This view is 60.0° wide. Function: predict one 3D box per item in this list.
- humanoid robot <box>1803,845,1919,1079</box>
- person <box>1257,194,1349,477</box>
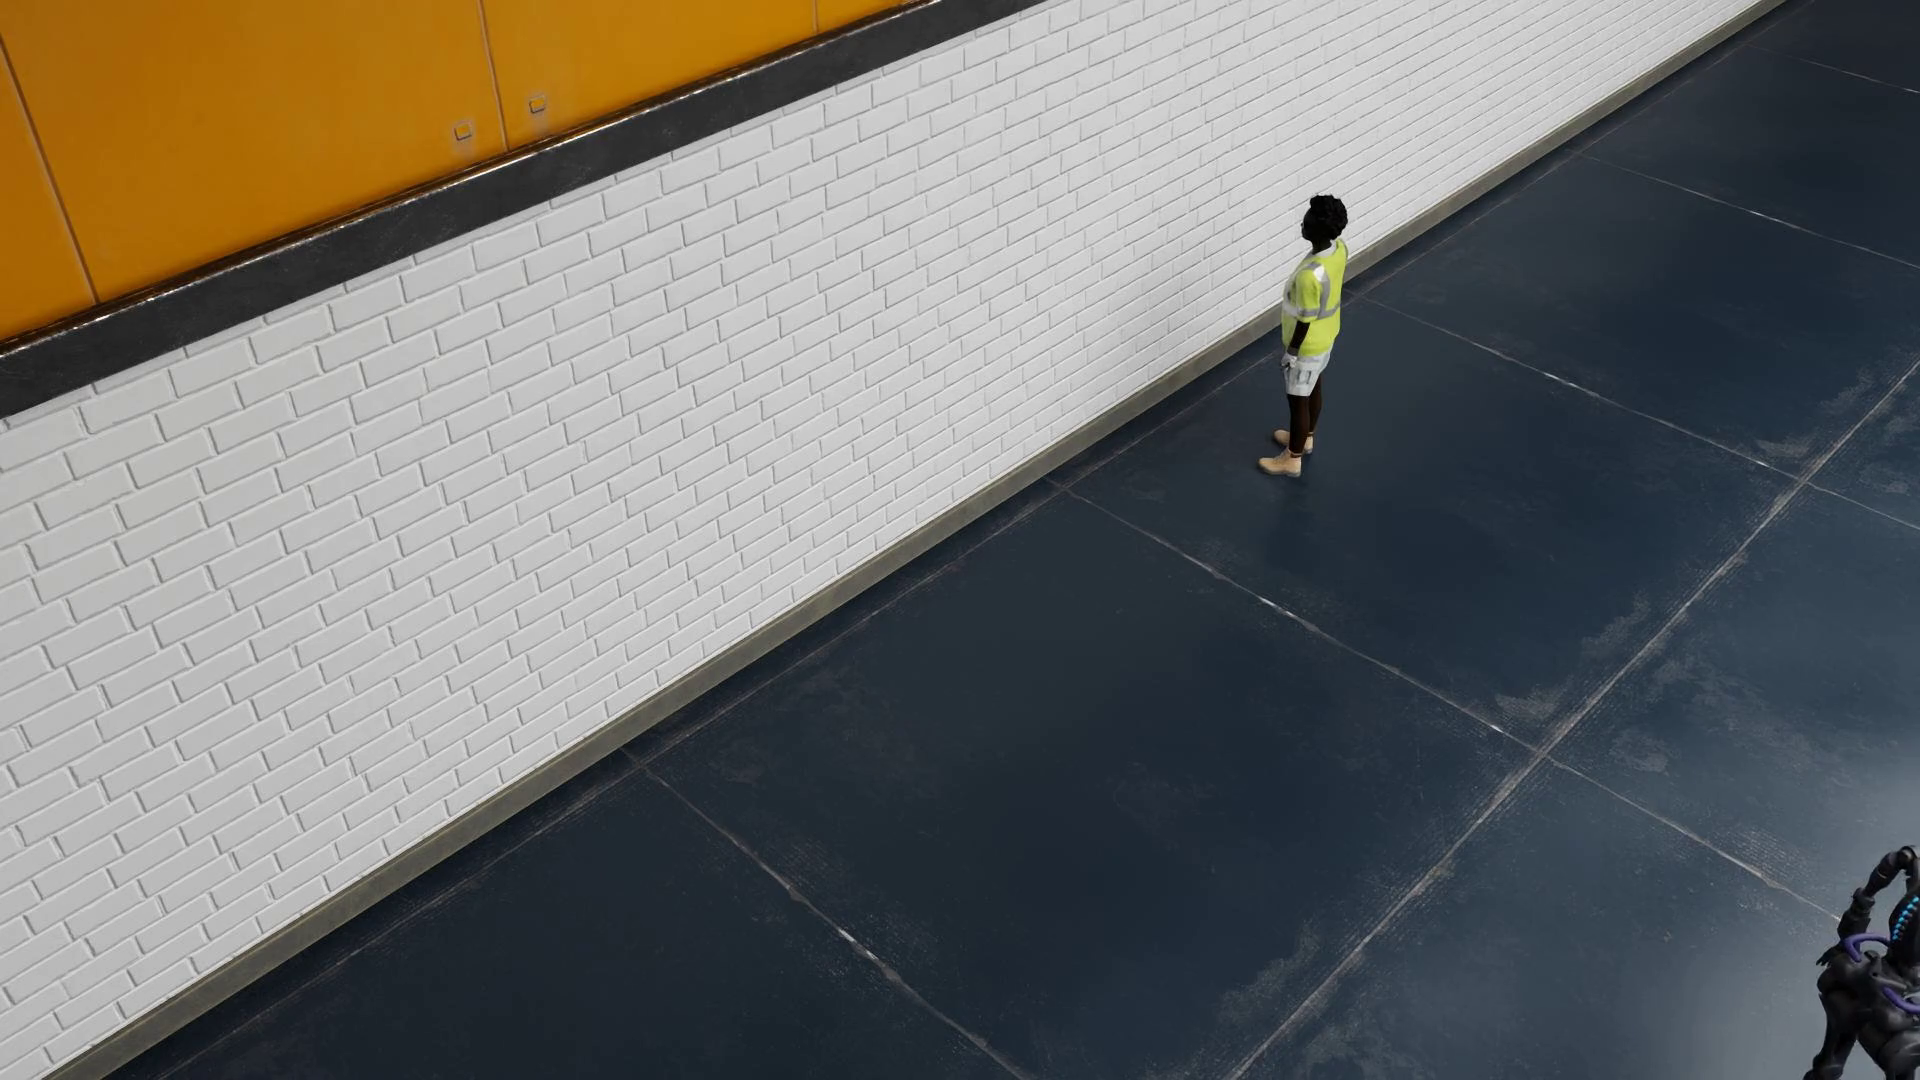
[{"bbox_3d":[3.225,1.609,5.787,0.385,1.645,0.613,-9,40,-12],"label":"humanoid robot"},{"bbox_3d":[1.914,-1.125,9.179,0.318,1.699,0.534,18,42,21],"label":"person"}]
